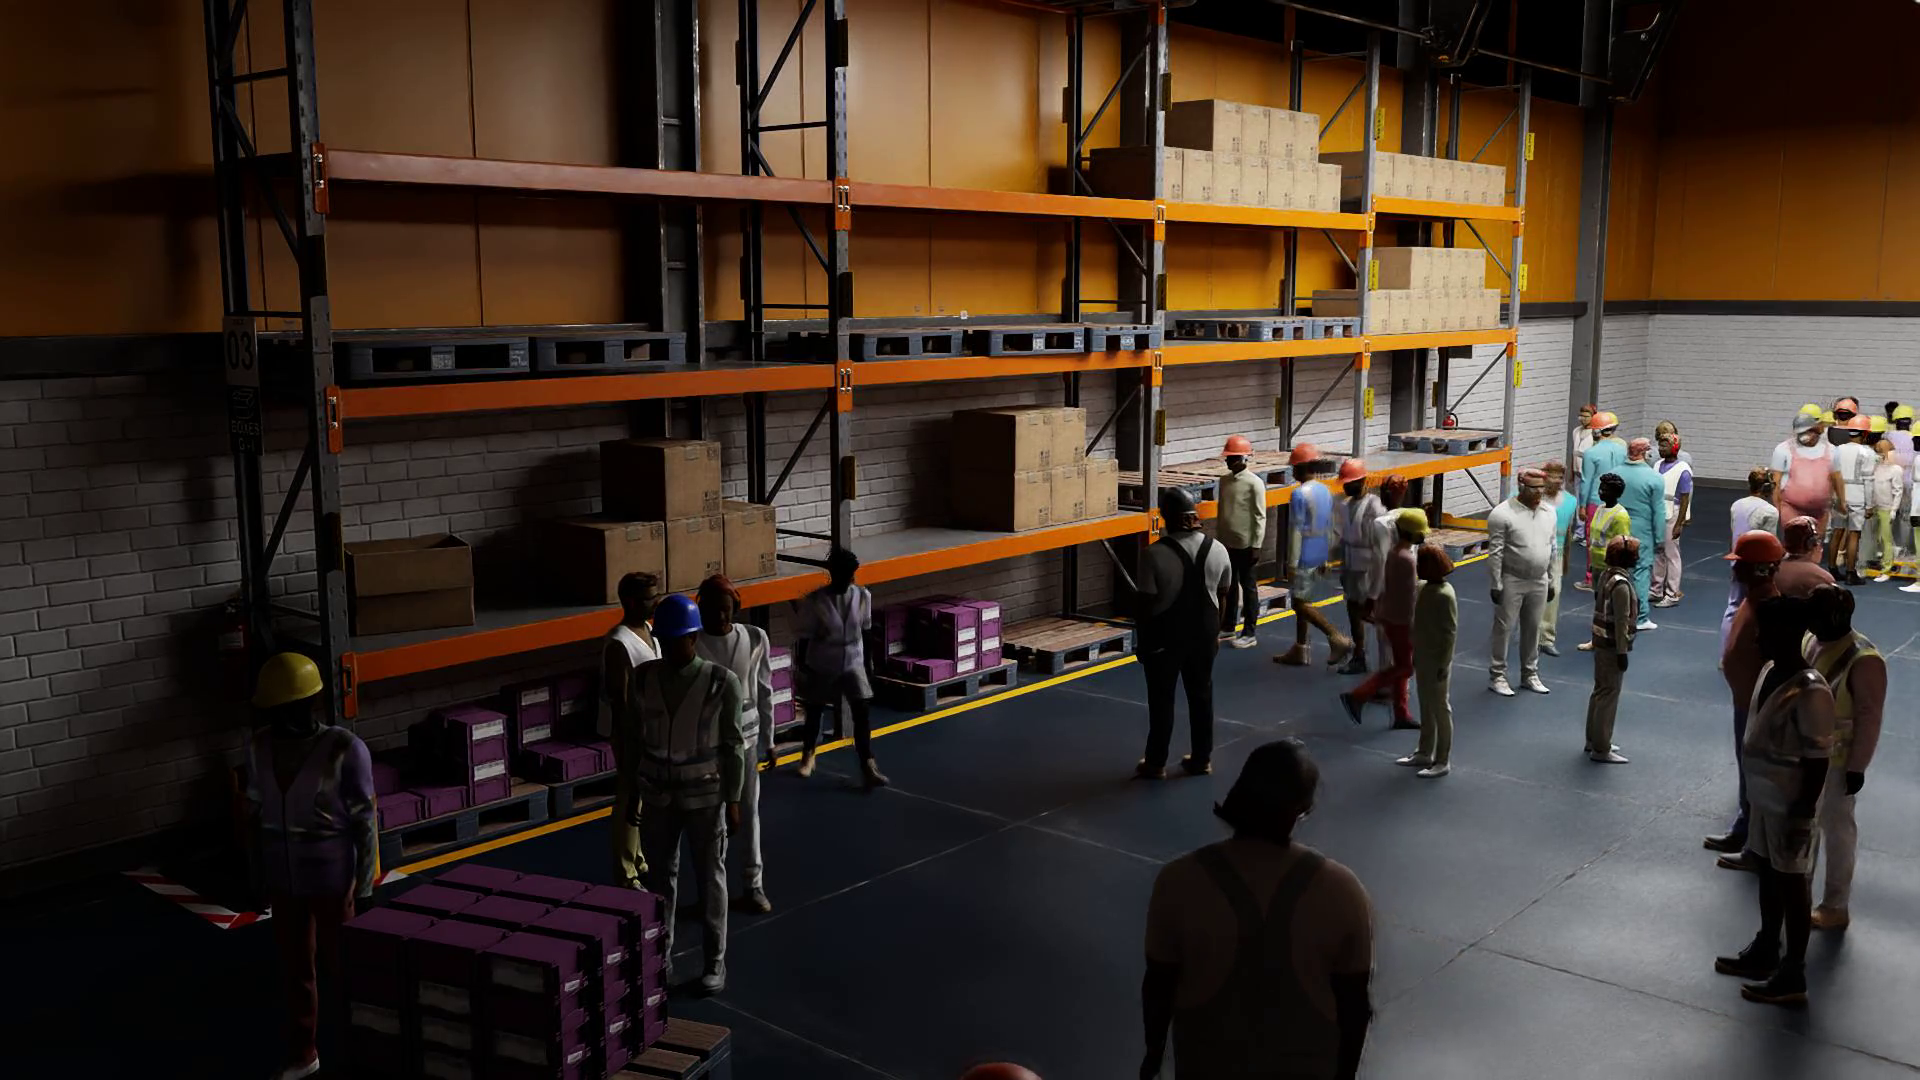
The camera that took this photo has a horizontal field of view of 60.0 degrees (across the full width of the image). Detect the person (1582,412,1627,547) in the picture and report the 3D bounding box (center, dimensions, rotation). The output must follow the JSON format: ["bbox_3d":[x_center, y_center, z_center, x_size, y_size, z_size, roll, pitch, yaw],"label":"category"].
[{"bbox_3d":[8.283,-0.754,21.319,0.328,1.769,0.525,-5,10,-31],"label":"person"}]

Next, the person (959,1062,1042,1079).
[{"bbox_3d":[0.069,1.950,3.305,0.623,1.934,1.019,0,9,-2],"label":"person"}]

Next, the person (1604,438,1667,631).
[{"bbox_3d":[6.680,-0.065,16.472,0.400,1.899,0.650,-6,11,-34],"label":"person"}]

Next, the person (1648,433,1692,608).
[{"bbox_3d":[7.468,-0.209,17.548,0.389,1.847,0.567,-2,9,-12],"label":"person"}]

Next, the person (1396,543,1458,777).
[{"bbox_3d":[3.272,0.827,11.557,0.287,1.631,0.501,-1,9,-10],"label":"person"}]

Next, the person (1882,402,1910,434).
[{"bbox_3d":[13.736,-1.215,24.604,0.547,1.650,0.826,3,9,21],"label":"person"}]

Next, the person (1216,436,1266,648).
[{"bbox_3d":[2.606,0.016,15.619,0.392,1.995,0.612,-5,10,-30],"label":"person"}]

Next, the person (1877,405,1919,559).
[{"bbox_3d":[11.594,-0.697,20.501,0.666,1.912,0.425,4,10,24],"label":"person"}]

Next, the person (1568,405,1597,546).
[{"bbox_3d":[8.186,-0.843,21.679,0.394,1.836,0.559,-3,9,-20],"label":"person"}]

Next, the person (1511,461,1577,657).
[{"bbox_3d":[5.381,0.131,15.480,0.573,1.812,0.798,0,9,1],"label":"person"}]

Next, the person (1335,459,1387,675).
[{"bbox_3d":[3.536,0.237,14.491,0.623,1.904,0.590,-4,10,-24],"label":"person"}]

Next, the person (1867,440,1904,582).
[{"bbox_3d":[10.544,-0.338,19.069,0.289,1.633,0.497,-3,9,-18],"label":"person"}]

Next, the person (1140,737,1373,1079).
[{"bbox_3d":[0.916,1.602,5.246,0.698,2.000,0.634,1,9,6],"label":"person"}]

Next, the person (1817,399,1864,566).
[{"bbox_3d":[10.612,-0.691,20.094,0.612,2.029,0.407,5,10,29],"label":"person"}]

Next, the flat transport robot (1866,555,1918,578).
[{"bbox_3d":[11.255,0.329,19.139,1.431,0.197,0.652,5,10,30],"label":"flat transport robot"}]

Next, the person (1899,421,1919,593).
[{"bbox_3d":[10.653,-0.372,18.405,0.600,1.913,0.425,-7,12,-40],"label":"person"}]

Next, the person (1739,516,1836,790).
[{"bbox_3d":[5.487,0.782,11.013,0.395,1.899,0.641,-5,10,-29],"label":"person"}]

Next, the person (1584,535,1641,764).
[{"bbox_3d":[4.679,0.775,11.898,0.312,1.632,0.514,2,9,11],"label":"person"}]

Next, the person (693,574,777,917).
[{"bbox_3d":[-1.284,1.106,8.978,0.584,1.877,0.363,-4,10,-24],"label":"person"}]

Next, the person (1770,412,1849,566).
[{"bbox_3d":[9.404,-0.437,18.395,0.823,2.000,0.534,1,9,8],"label":"person"}]

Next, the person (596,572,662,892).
[{"bbox_3d":[-1.815,1.081,9.229,0.372,1.843,0.570,0,9,3],"label":"person"}]

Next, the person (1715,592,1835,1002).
[{"bbox_3d":[3.920,1.218,7.963,0.367,1.962,0.613,1,9,4],"label":"person"}]

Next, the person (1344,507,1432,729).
[{"bbox_3d":[3.275,0.604,12.620,0.597,1.738,0.531,0,9,0],"label":"person"}]

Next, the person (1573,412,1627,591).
[{"bbox_3d":[7.117,-0.423,18.501,0.618,1.987,0.412,-4,10,-23],"label":"person"}]

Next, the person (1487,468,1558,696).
[{"bbox_3d":[4.678,0.347,13.802,0.645,1.900,0.399,-3,9,-16],"label":"person"}]

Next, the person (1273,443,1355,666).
[{"bbox_3d":[3.142,0.158,14.679,0.688,2.021,0.633,6,11,35],"label":"person"}]

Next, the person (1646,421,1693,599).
[{"bbox_3d":[7.596,-0.323,17.986,0.372,1.940,0.631,-8,12,-43],"label":"person"}]

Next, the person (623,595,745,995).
[{"bbox_3d":[-1.335,1.218,8.015,0.602,1.949,0.389,2,9,10],"label":"person"}]

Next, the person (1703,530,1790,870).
[{"bbox_3d":[4.634,0.929,9.733,0.395,1.994,0.612,2,9,14],"label":"person"}]

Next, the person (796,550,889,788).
[{"bbox_3d":[-0.820,0.871,11.263,0.600,1.620,0.880,-4,10,-25],"label":"person"}]

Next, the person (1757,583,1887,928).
[{"bbox_3d":[4.596,1.137,8.886,0.429,1.841,0.634,-2,9,-10],"label":"person"}]

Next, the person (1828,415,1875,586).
[{"bbox_3d":[10.114,-0.451,18.856,0.387,1.929,0.544,-4,10,-23],"label":"person"}]

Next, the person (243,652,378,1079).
[{"bbox_3d":[-2.713,1.401,6.916,0.593,1.922,0.383,2,9,15],"label":"person"}]

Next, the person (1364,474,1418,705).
[{"bbox_3d":[3.503,0.397,13.526,0.572,1.883,0.356,-8,12,-42],"label":"person"}]

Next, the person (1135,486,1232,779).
[{"bbox_3d":[1.505,0.627,11.536,0.681,2.000,0.535,-3,9,-19],"label":"person"}]

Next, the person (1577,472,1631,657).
[{"bbox_3d":[5.914,0.229,15.207,0.318,1.697,0.535,-1,9,-5],"label":"person"}]

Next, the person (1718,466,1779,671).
[{"bbox_3d":[6.892,0.275,14.480,0.350,1.837,0.502,-3,9,-18],"label":"person"}]

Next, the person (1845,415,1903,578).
[{"bbox_3d":[10.581,-0.494,19.189,0.675,1.910,0.593,0,9,-1],"label":"person"}]
